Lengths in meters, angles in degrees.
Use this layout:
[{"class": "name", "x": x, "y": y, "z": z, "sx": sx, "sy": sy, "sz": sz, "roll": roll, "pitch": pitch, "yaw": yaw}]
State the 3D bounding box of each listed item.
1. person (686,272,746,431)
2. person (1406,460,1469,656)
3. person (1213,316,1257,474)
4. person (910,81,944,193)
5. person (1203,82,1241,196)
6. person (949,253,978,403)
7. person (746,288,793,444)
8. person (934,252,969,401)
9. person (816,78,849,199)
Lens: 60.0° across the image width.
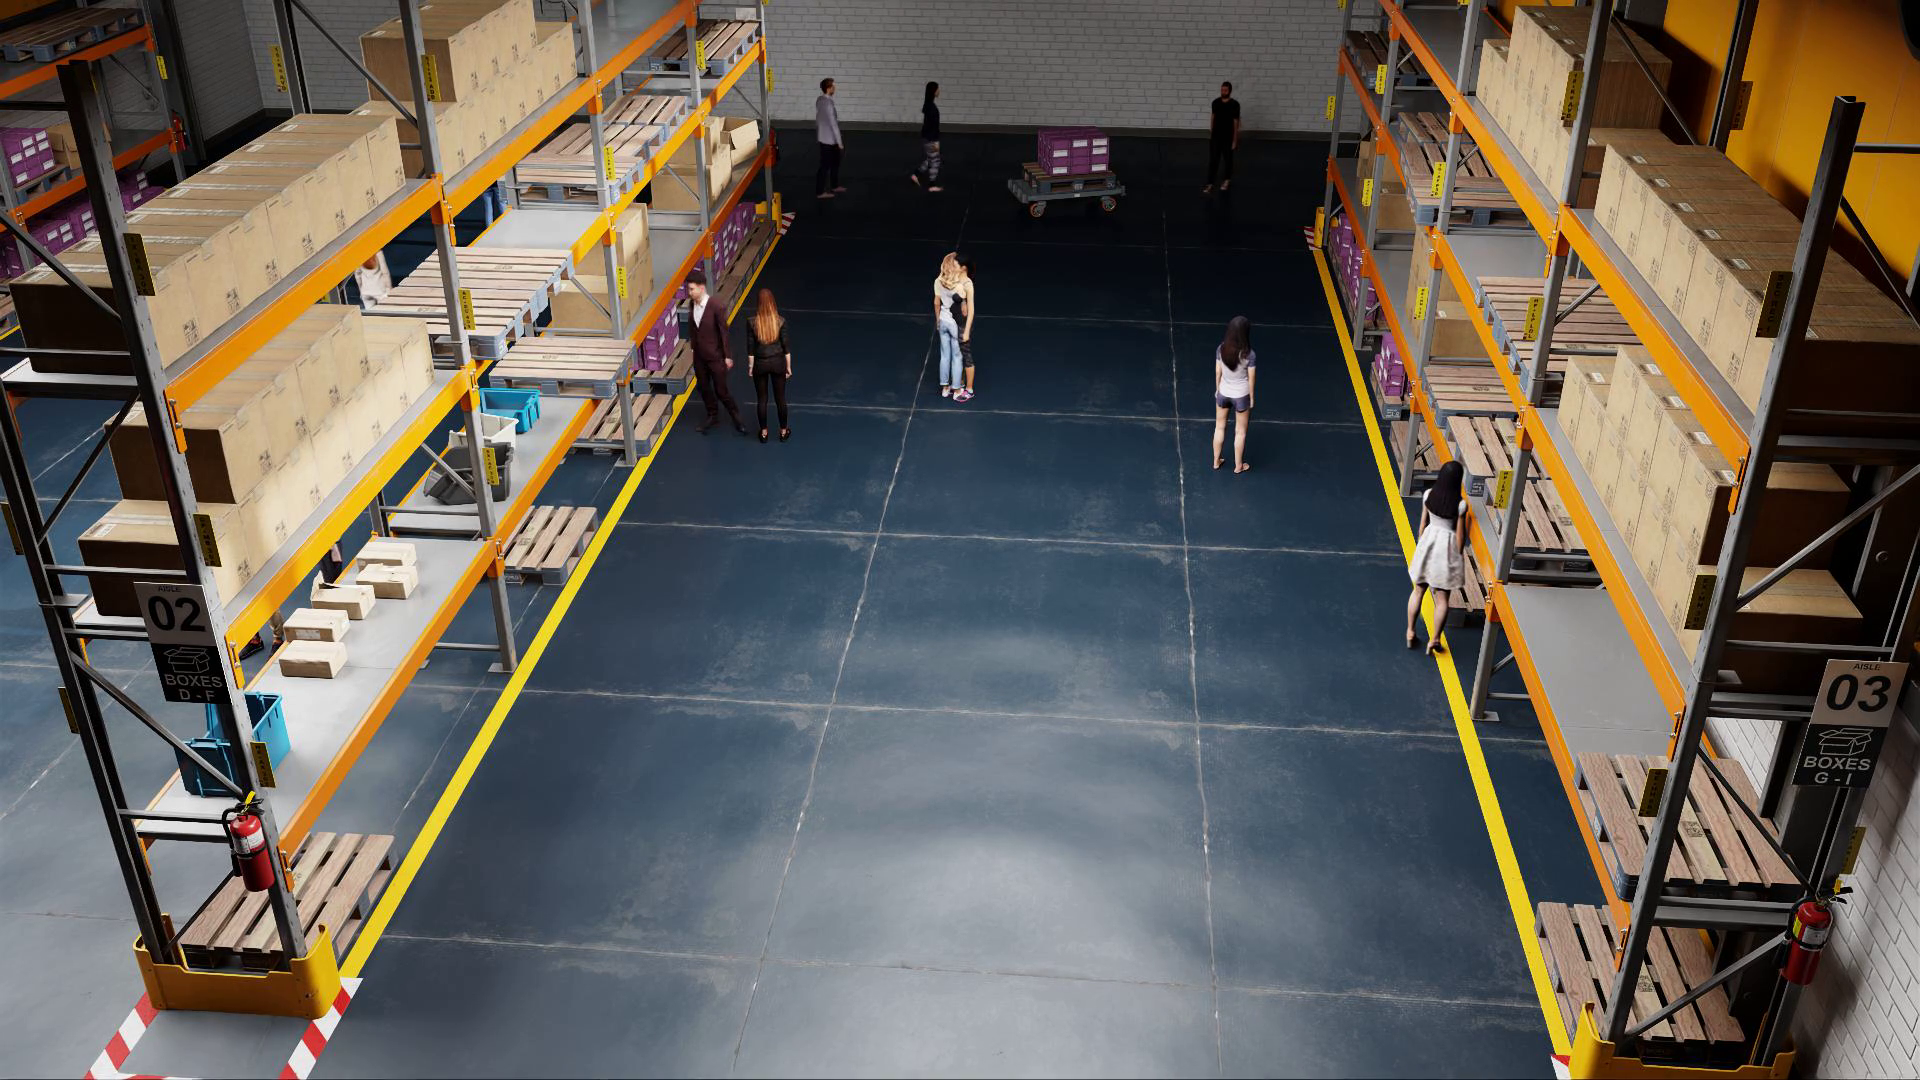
[{"class": "person", "x": -2.687, "y": -2.028, "z": 18.030, "sx": 0.892, "sy": 1.835, "sz": 0.938, "roll": 13, "pitch": 31, "yaw": 22}, {"class": "person", "x": 4.060, "y": 0.142, "z": 14.122, "sx": 0.783, "sy": 1.769, "sz": 0.817, "roll": 22, "pitch": 35, "yaw": 34}, {"class": "person", "x": 2.837, "y": -1.516, "z": 17.226, "sx": 0.673, "sy": 1.706, "sz": 0.672, "roll": 16, "pitch": 33, "yaw": 27}, {"class": "person", "x": -0.531, "y": -6.260, "z": 25.906, "sx": 0.800, "sy": 1.723, "sz": 0.782, "roll": -7, "pitch": 29, "yaw": -13}, {"class": "person", "x": 4.139, "y": -6.251, "z": 25.898, "sx": 0.938, "sy": 1.713, "sz": 1.208, "roll": 14, "pitch": 32, "yaw": 24}, {"class": "person", "x": 0.031, "y": -2.430, "z": 18.882, "sx": 0.728, "sy": 1.726, "sz": 0.641, "roll": -15, "pitch": 32, "yaw": -25}, {"class": "person", "x": -2.057, "y": -1.870, "z": 17.870, "sx": 0.644, "sy": 1.711, "sz": 0.581, "roll": -2, "pitch": 29, "yaw": -4}, {"class": "person", "x": -0.087, "y": -2.430, "z": 18.884, "sx": 0.712, "sy": 1.723, "sz": 0.728, "roll": 20, "pitch": 35, "yaw": 32}, {"class": "person", "x": -2.130, "y": -6.173, "z": 25.634, "sx": 0.891, "sy": 1.830, "sz": 0.861, "roll": -8, "pitch": 30, "yaw": -14}]
